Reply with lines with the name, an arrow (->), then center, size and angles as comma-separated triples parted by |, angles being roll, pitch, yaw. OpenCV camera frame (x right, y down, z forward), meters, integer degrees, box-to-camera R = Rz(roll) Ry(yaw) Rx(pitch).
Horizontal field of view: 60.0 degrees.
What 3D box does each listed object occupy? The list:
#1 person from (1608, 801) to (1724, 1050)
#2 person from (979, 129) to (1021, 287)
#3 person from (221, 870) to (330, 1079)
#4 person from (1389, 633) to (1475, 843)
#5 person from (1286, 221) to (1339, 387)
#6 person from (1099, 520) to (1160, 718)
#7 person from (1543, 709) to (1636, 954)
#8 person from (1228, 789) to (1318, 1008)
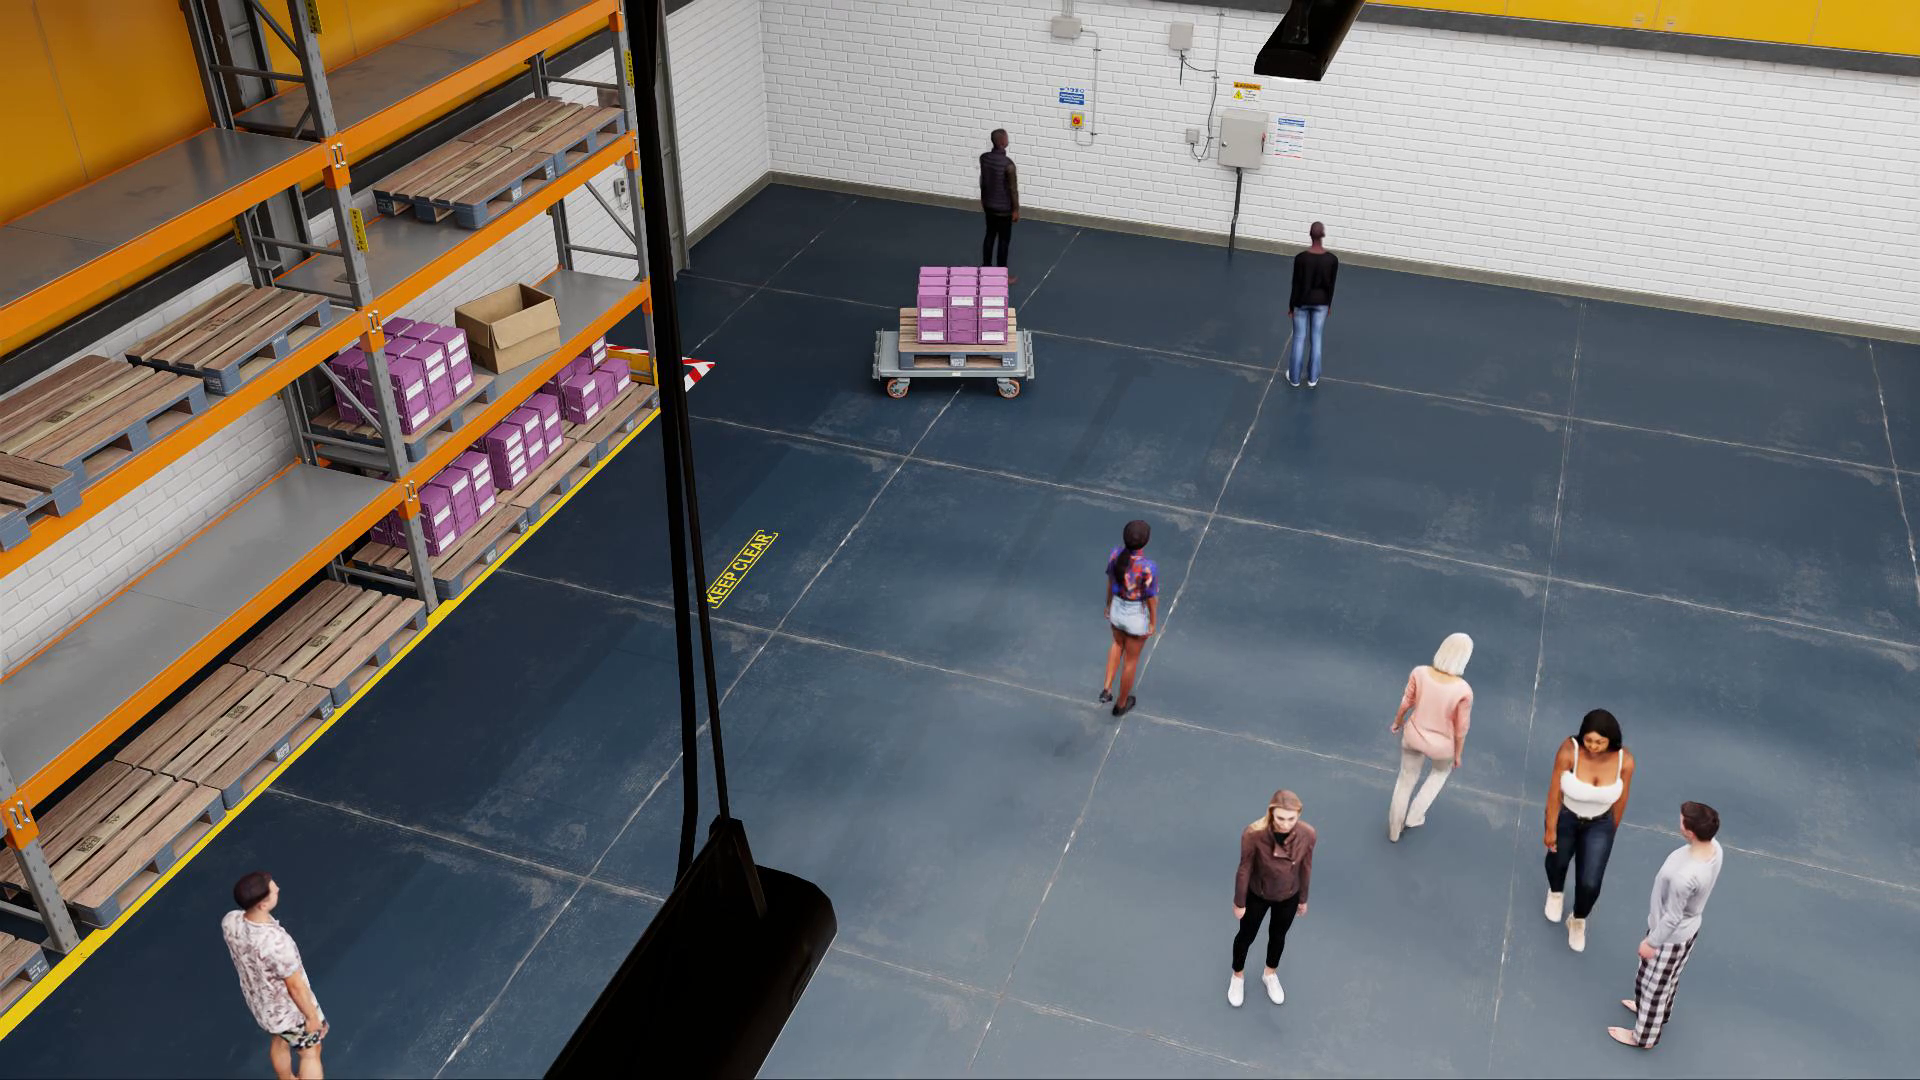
person -> 4.201, 2.270, 9.781 | 0.753, 1.846, 0.600 | 26, 41, 33
person -> 0.431, -3.782, 18.896 | 0.776, 1.835, 0.729 | 29, 43, 36
person -> -3.838, 2.572, 9.358 | 0.713, 1.811, 0.635 | 19, 38, 26
person -> 3.159, 1.394, 11.228 | 0.779, 1.704, 0.749 | 19, 38, 26
person -> 3.560, -2.390, 16.882 | 0.655, 1.746, 0.636 | 2, 34, 2
person -> 1.205, 0.621, 12.366 | 0.688, 1.732, 0.741 | 23, 40, 31
person -> 3.958, 1.732, 10.642 | 0.617, 1.790, 0.740 | 10, 35, 14
person -> 1.889, 2.150, 10.091 | 0.673, 1.703, 0.641 | -2, 34, -2
